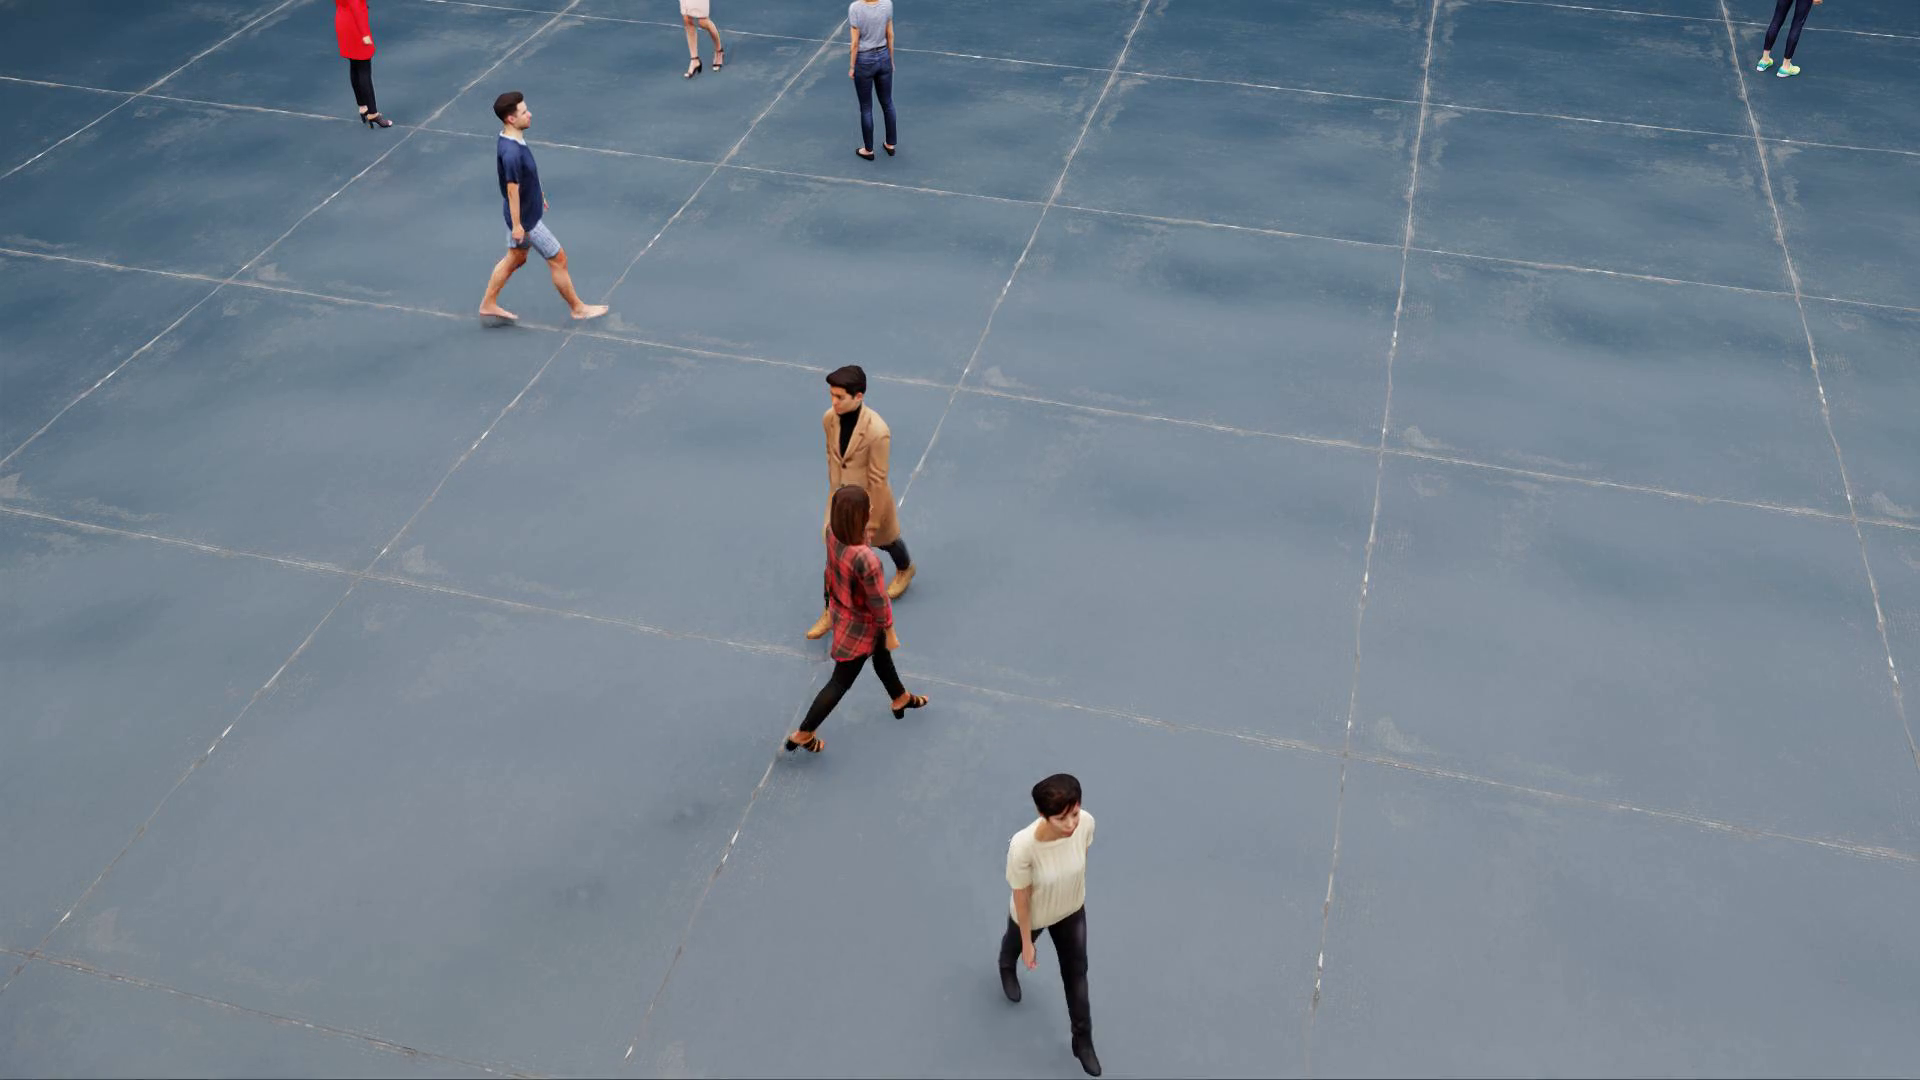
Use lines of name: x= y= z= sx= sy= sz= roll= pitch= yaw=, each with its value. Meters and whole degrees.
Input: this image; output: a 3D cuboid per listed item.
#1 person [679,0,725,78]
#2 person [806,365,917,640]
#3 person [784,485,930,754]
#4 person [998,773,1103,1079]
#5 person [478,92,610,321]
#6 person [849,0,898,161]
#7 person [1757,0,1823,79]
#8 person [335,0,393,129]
person: x=-2.523 y=-5.362 z=15.927 sx=0.677 sy=1.828 sz=0.755 roll=22 pitch=43 yaw=26
person: x=-0.501 y=-0.274 z=9.534 sx=0.887 sy=1.691 sz=1.194 roll=23 pitch=44 yaw=27
person: x=-0.608 y=0.461 z=8.618 sx=1.157 sy=1.662 sz=1.106 roll=-19 pitch=42 yaw=-23
person: x=0.335 y=1.576 z=7.289 sx=0.984 sy=1.544 sz=1.081 roll=-16 pitch=41 yaw=-19
person: x=-3.262 y=-2.351 z=12.099 sx=1.072 sy=1.803 sz=1.208 roll=-8 pitch=39 yaw=-10
person: x=-0.763 y=-4.159 z=14.477 sx=0.658 sy=1.720 sz=0.711 roll=-18 pitch=42 yaw=-22
person: x=8.077 y=-5.334 z=15.993 sx=0.710 sy=1.703 sz=0.680 roll=-27 pitch=45 yaw=-30
person: x=-5.473 y=-4.593 z=15.007 sx=0.790 sy=1.749 sz=0.738 roll=-24 pitch=44 yaw=-27
